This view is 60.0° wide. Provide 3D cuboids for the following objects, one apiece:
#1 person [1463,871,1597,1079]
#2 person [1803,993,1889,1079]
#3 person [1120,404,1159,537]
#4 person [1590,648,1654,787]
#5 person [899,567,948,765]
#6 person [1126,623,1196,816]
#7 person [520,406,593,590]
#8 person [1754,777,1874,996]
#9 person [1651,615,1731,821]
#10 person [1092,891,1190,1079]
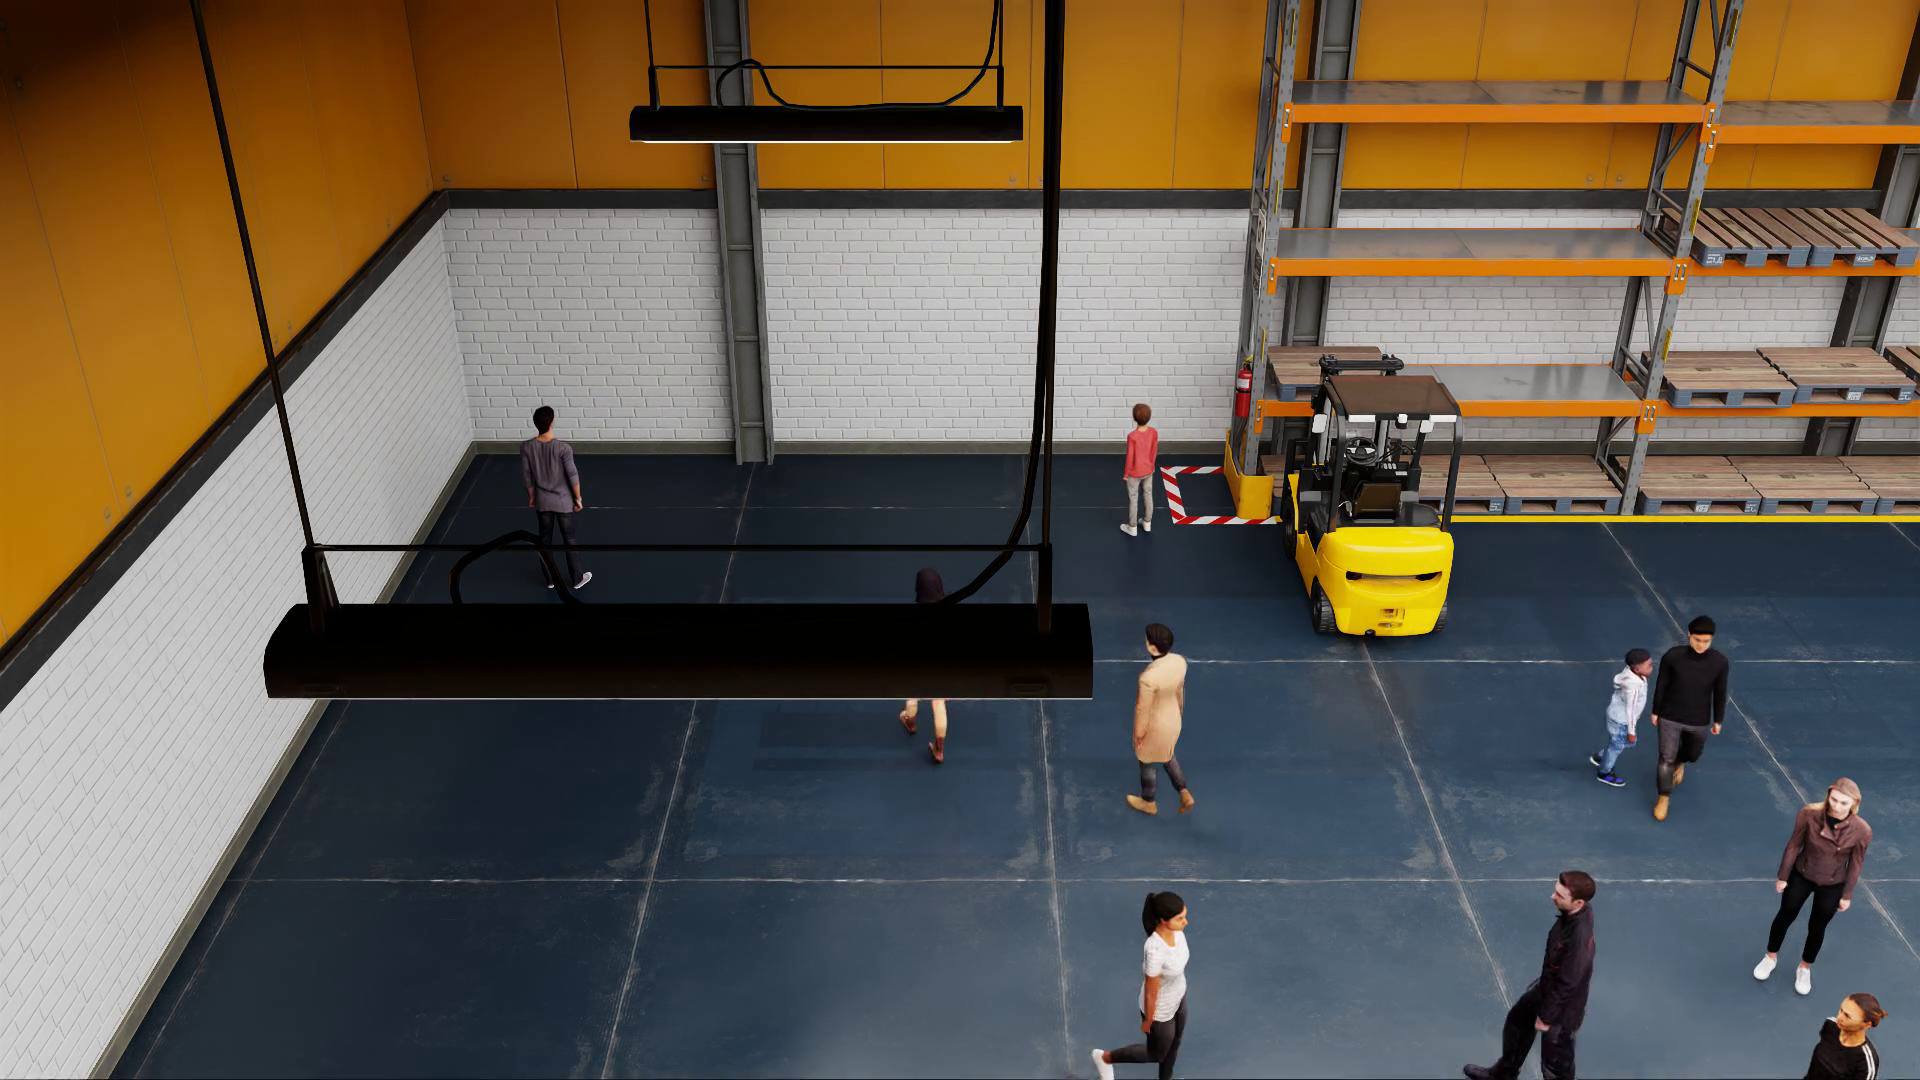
[{"bbox_3d":[3.660,2.747,9.976,0.920,1.895,0.799,5,29,10],"label":"person"},{"bbox_3d":[4.983,3.205,9.392,0.972,1.650,0.650,-3,29,-5],"label":"person"},{"bbox_3d":[1.829,-0.717,16.826,0.533,1.417,0.644,-13,31,-22],"label":"person"},{"bbox_3d":[5.189,1.378,13.162,0.630,1.248,0.577,13,31,23],"label":"person"},{"bbox_3d":[-0.223,1.042,13.320,0.968,1.688,0.872,-10,30,-17],"label":"person"},{"bbox_3d":[1.573,1.414,12.609,0.941,1.715,0.994,-23,36,-36],"label":"person"},{"bbox_3d":[-3.860,-0.399,15.790,0.495,1.851,0.760,3,29,6],"label":"person"},{"bbox_3d":[5.694,2.271,11.051,0.624,1.703,0.739,17,33,28],"label":"person"},{"bbox_3d":[5.609,1.298,12.832,1.001,1.706,0.943,8,30,14],"label":"person"},{"bbox_3d":[1.156,2.796,10.166,0.962,1.628,0.783,12,31,20],"label":"person"}]
